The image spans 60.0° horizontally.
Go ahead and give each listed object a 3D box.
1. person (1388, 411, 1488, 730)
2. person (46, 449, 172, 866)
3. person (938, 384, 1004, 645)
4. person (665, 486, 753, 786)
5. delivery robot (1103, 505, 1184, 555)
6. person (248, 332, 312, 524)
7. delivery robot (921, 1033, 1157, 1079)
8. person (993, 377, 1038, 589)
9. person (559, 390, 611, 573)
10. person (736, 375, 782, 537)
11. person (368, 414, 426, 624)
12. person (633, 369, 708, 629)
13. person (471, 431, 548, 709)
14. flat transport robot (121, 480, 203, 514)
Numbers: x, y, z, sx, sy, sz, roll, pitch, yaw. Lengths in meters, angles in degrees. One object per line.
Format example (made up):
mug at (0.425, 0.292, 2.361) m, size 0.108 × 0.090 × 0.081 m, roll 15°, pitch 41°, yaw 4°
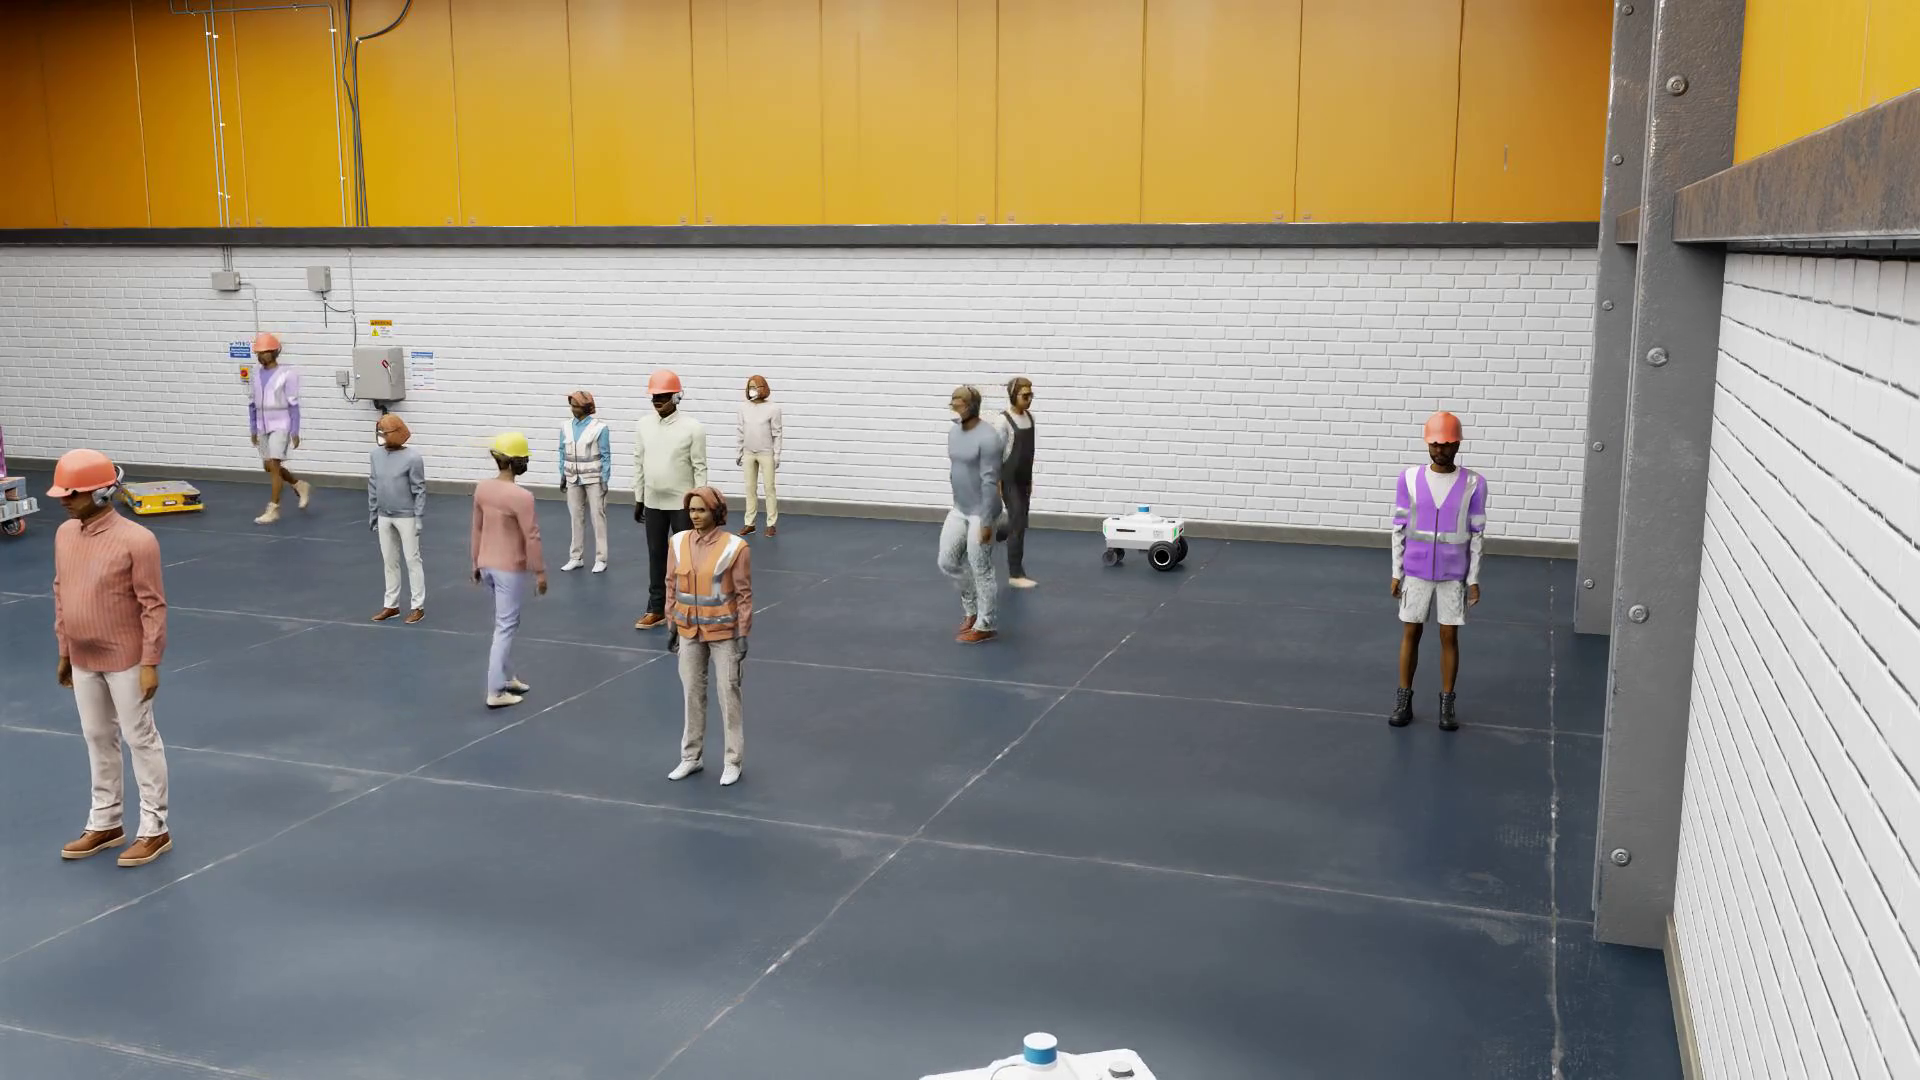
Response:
person at (2.877, 0.188, 10.050) m, size 0.542 × 1.939 × 0.365 m, roll 4°, pitch 11°, yaw 20°
person at (-4.033, 0.553, 7.858) m, size 0.608 × 1.987 × 0.391 m, roll 4°, pitch 11°, yaw 20°
person at (0.090, -0.175, 12.131) m, size 0.427 × 1.921 × 0.641 m, roll -7°, pitch 12°, yaw -35°
person at (-1.367, 0.515, 9.045) m, size 0.512 × 1.642 × 0.312 m, roll 4°, pitch 11°, yaw 20°
delivery robot at (1.670, -0.076, 15.169) m, size 0.707 × 0.478 × 0.477 m, roll 3°, pitch 11°, yaw 19°
person at (-7.259, -1.211, 17.721) m, size 0.617 × 2.017 × 0.859 m, roll 4°, pitch 11°, yaw 20°
delivery robot at (0.238, 1.729, 5.004) m, size 0.707 × 0.478 × 0.477 m, roll -3°, pitch 10°, yaw -15°
person at (0.385, -0.511, 14.348) m, size 0.721 × 1.825 × 0.515 m, roll 7°, pitch 12°, yaw 36°
person at (-3.359, -0.522, 14.897) m, size 0.512 × 1.638 × 0.312 m, roll 4°, pitch 11°, yaw 20°
person at (-2.025, -0.846, 16.728) m, size 0.497 × 1.634 × 0.279 m, roll 4°, pitch 11°, yaw 20°
person at (-4.370, -0.167, 12.904) m, size 0.497 × 1.633 × 0.279 m, roll 4°, pitch 11°, yaw 20°
person at (-2.209, -0.295, 12.608) m, size 0.608 × 1.996 × 0.381 m, roll 4°, pitch 11°, yaw 20°
person at (-2.861, 0.180, 10.583) m, size 0.572 × 1.748 × 0.578 m, roll 8°, pitch 13°, yaw 36°
flat transport robot at (-8.931, -0.492, 18.575) m, size 0.652 × 0.197 × 1.431 m, roll -6°, pitch 12°, yaw -32°
